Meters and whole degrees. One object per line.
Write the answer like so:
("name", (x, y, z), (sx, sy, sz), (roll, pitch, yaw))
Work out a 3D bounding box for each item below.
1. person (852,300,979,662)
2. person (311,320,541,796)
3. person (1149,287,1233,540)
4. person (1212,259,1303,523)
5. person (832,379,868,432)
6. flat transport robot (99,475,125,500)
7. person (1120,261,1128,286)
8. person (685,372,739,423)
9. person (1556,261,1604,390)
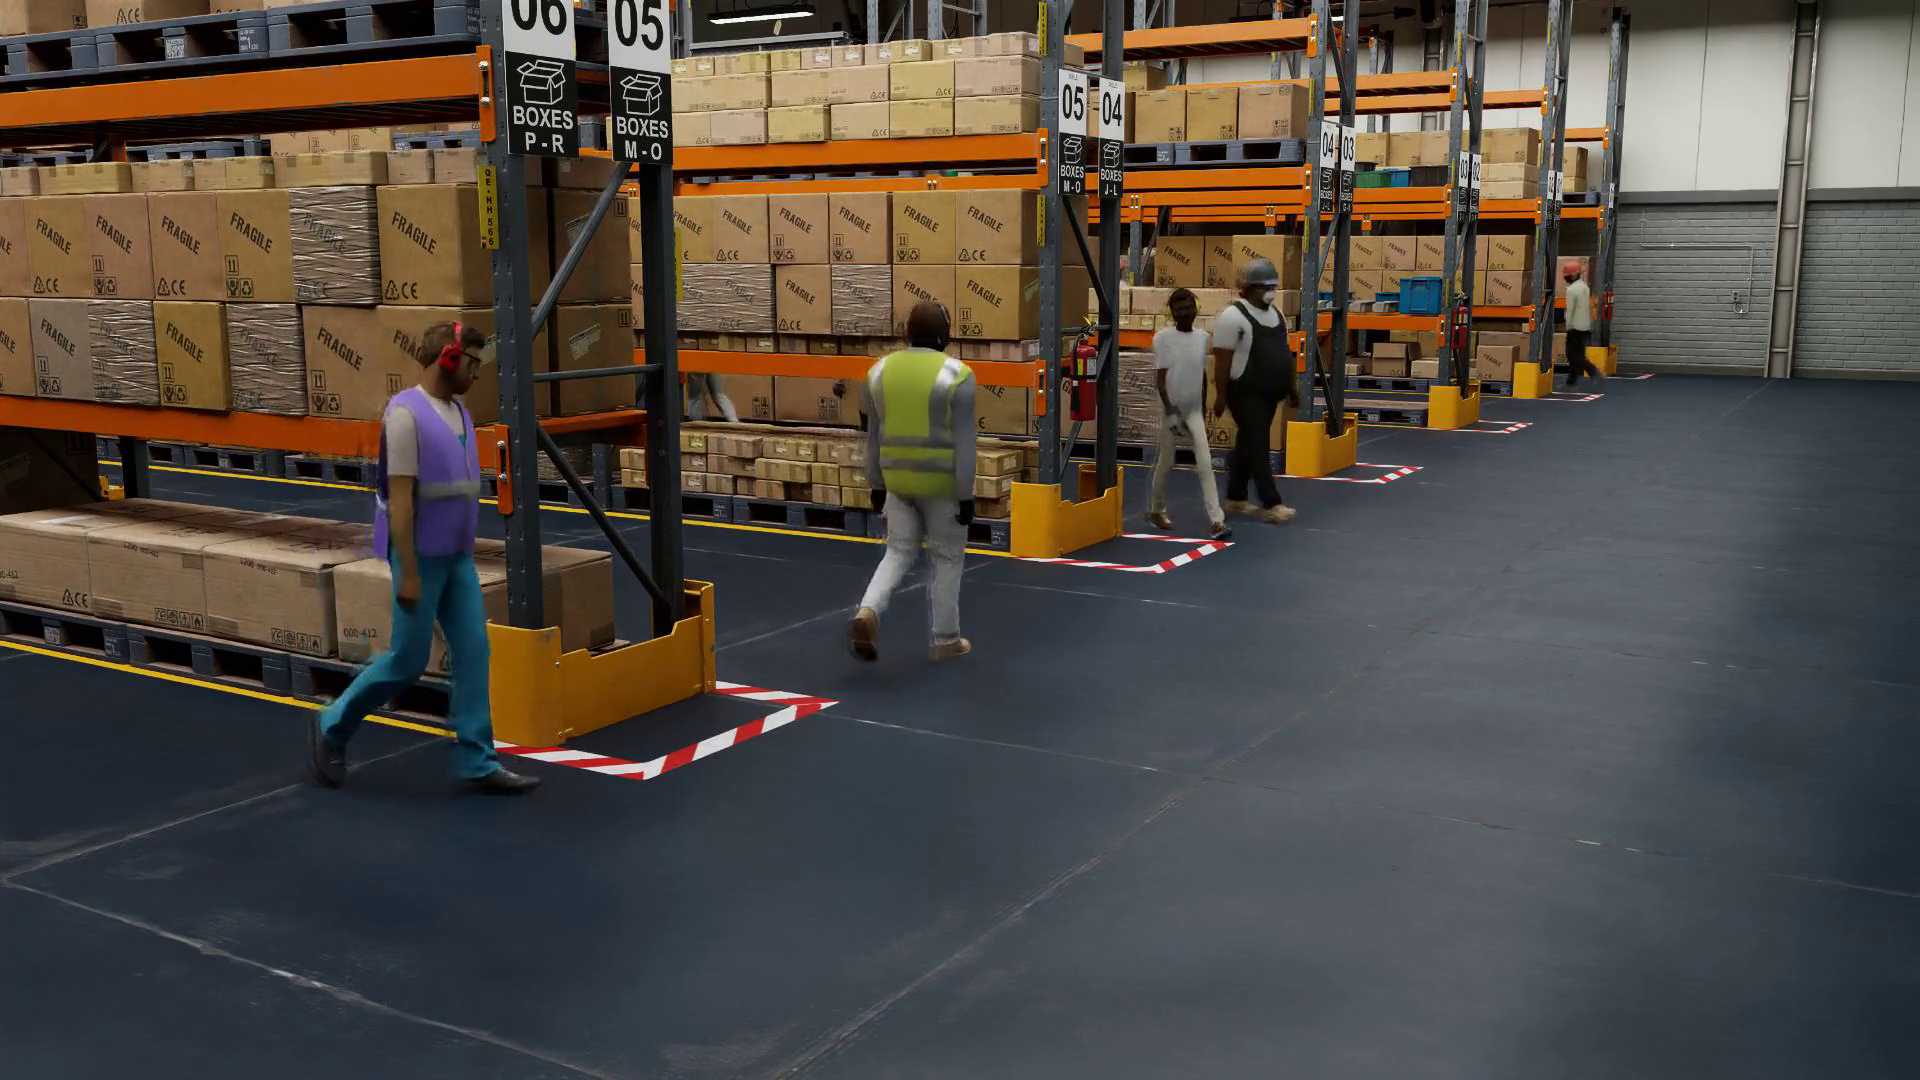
("person", (-0.218, -0.264, 8.178), (0.634, 1.823, 0.714), (6, 11, 30))
("person", (-2.040, 0.075, 6.265), (0.828, 1.792, 0.652), (2, 10, 11))
("person", (1.616, -0.914, 12.041), (0.498, 1.809, 0.975), (-3, 10, -18))
("person", (2.368, -1.163, 12.791), (0.697, 2.000, 0.914), (-9, 13, -43))
("person", (-0.891, -1.483, 14.957), (0.810, 1.935, 0.615), (6, 11, 31))
("flat transport robot", (-7.510, -0.375, 13.355), (0.652, 0.197, 1.431), (6, 11, 30))
("person", (2.464, -3.363, 25.767), (1.001, 2.009, 0.613), (6, 12, 34))
("person", (-2.572, -1.832, 17.090), (0.634, 1.916, 0.802), (-8, 13, -40))
("person", (9.326, -3.199, 24.966), (0.668, 1.956, 0.693), (-9, 13, -43))
